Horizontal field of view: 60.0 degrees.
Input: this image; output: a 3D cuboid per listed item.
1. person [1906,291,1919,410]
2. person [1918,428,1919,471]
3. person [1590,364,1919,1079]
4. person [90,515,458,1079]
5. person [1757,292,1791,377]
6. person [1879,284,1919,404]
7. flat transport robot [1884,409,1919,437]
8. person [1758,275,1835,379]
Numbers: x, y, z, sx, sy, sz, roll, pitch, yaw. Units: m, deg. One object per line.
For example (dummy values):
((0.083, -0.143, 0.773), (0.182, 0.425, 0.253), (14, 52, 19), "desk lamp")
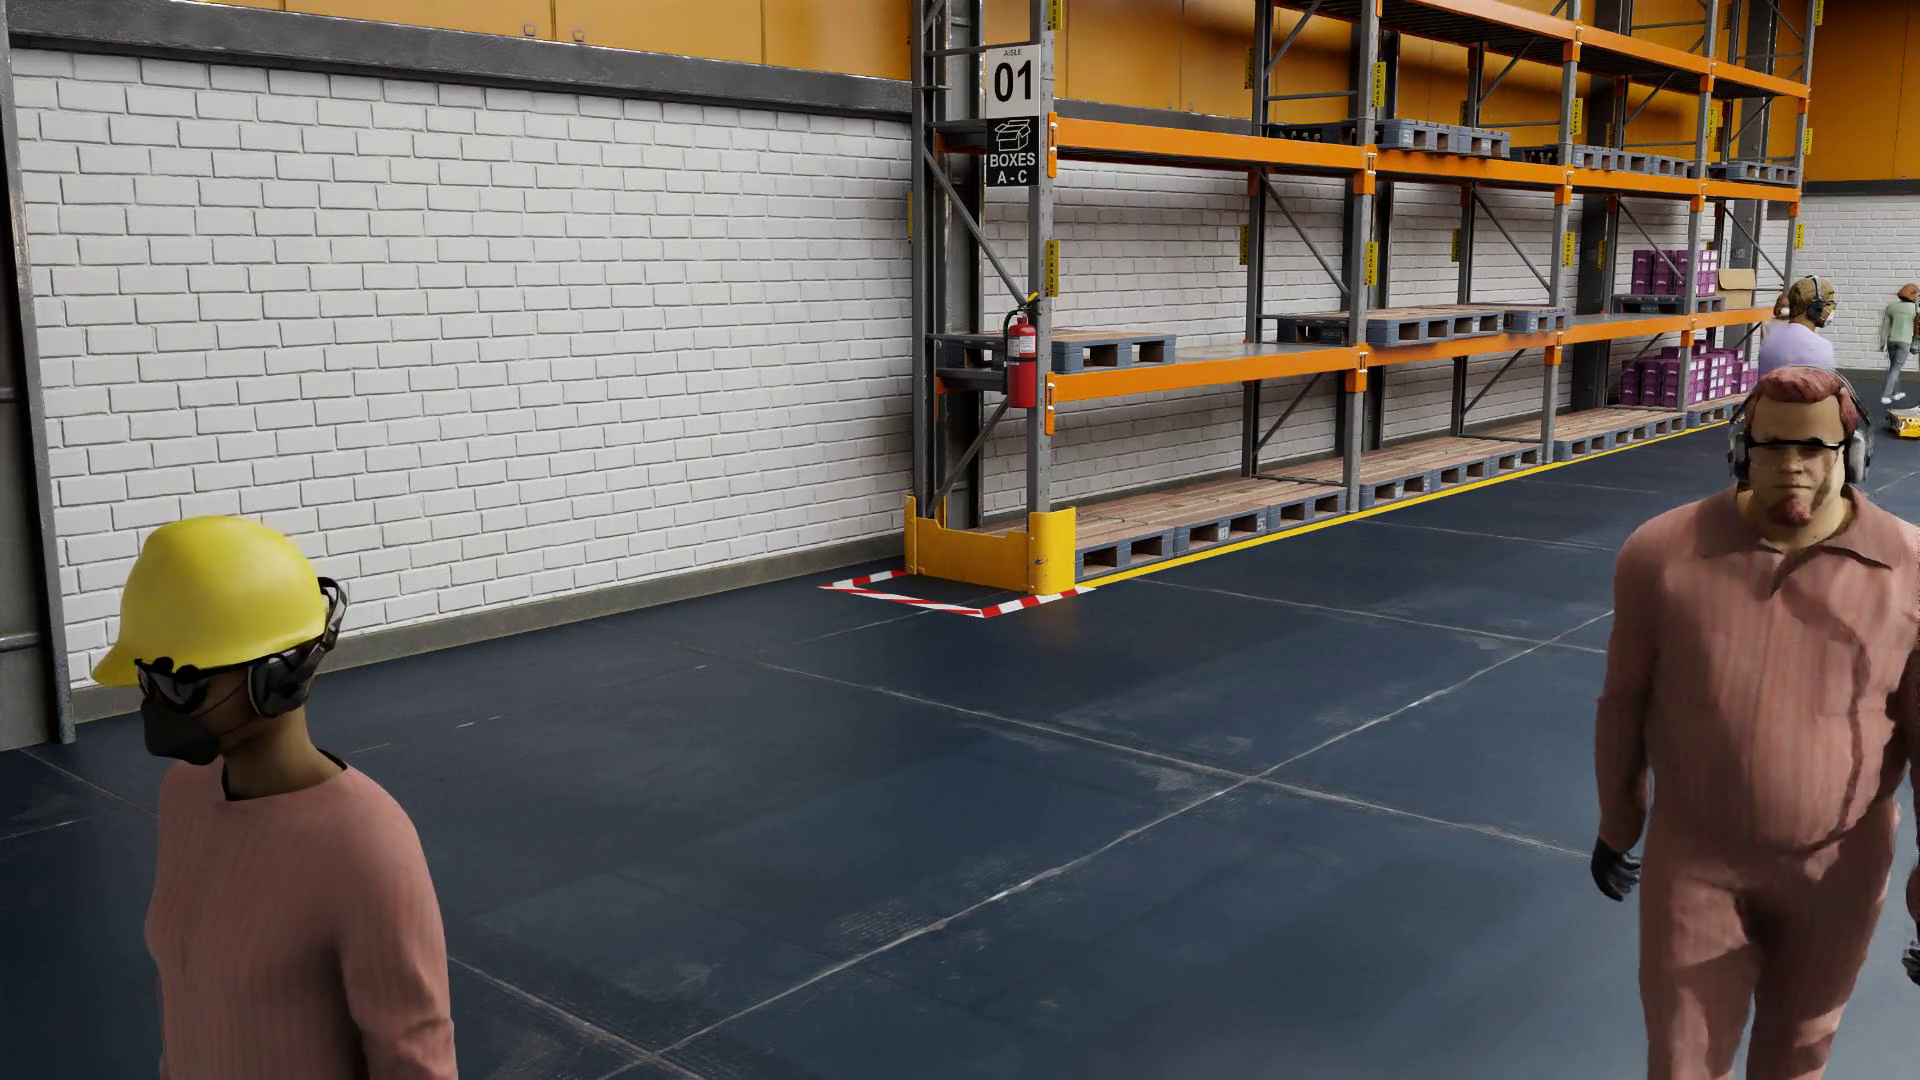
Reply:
((12.232, -2.513, 20.978), (0.495, 1.846, 0.450), (-1, 10, -5), "person")
((5.543, -0.481, 8.986), (0.652, 1.976, 0.545), (5, 11, 28), "person")
((1.541, 0.603, 3.165), (0.674, 1.851, 0.980), (5, 11, 26), "person")
((-0.853, 0.838, 2.098), (0.533, 1.765, 0.330), (7, 12, 35), "person")
((8.856, -1.857, 17.883), (0.503, 1.607, 0.706), (7, 12, 36), "person")
((12.660, -2.626, 22.293), (0.810, 1.585, 0.514), (-6, 12, -32), "person")
((10.757, -1.302, 18.527), (0.652, 0.197, 1.431), (4, 11, 23), "flat transport robot")
((4.540, -0.472, 9.103), (0.368, 1.932, 0.623), (1, 10, 4), "person")
